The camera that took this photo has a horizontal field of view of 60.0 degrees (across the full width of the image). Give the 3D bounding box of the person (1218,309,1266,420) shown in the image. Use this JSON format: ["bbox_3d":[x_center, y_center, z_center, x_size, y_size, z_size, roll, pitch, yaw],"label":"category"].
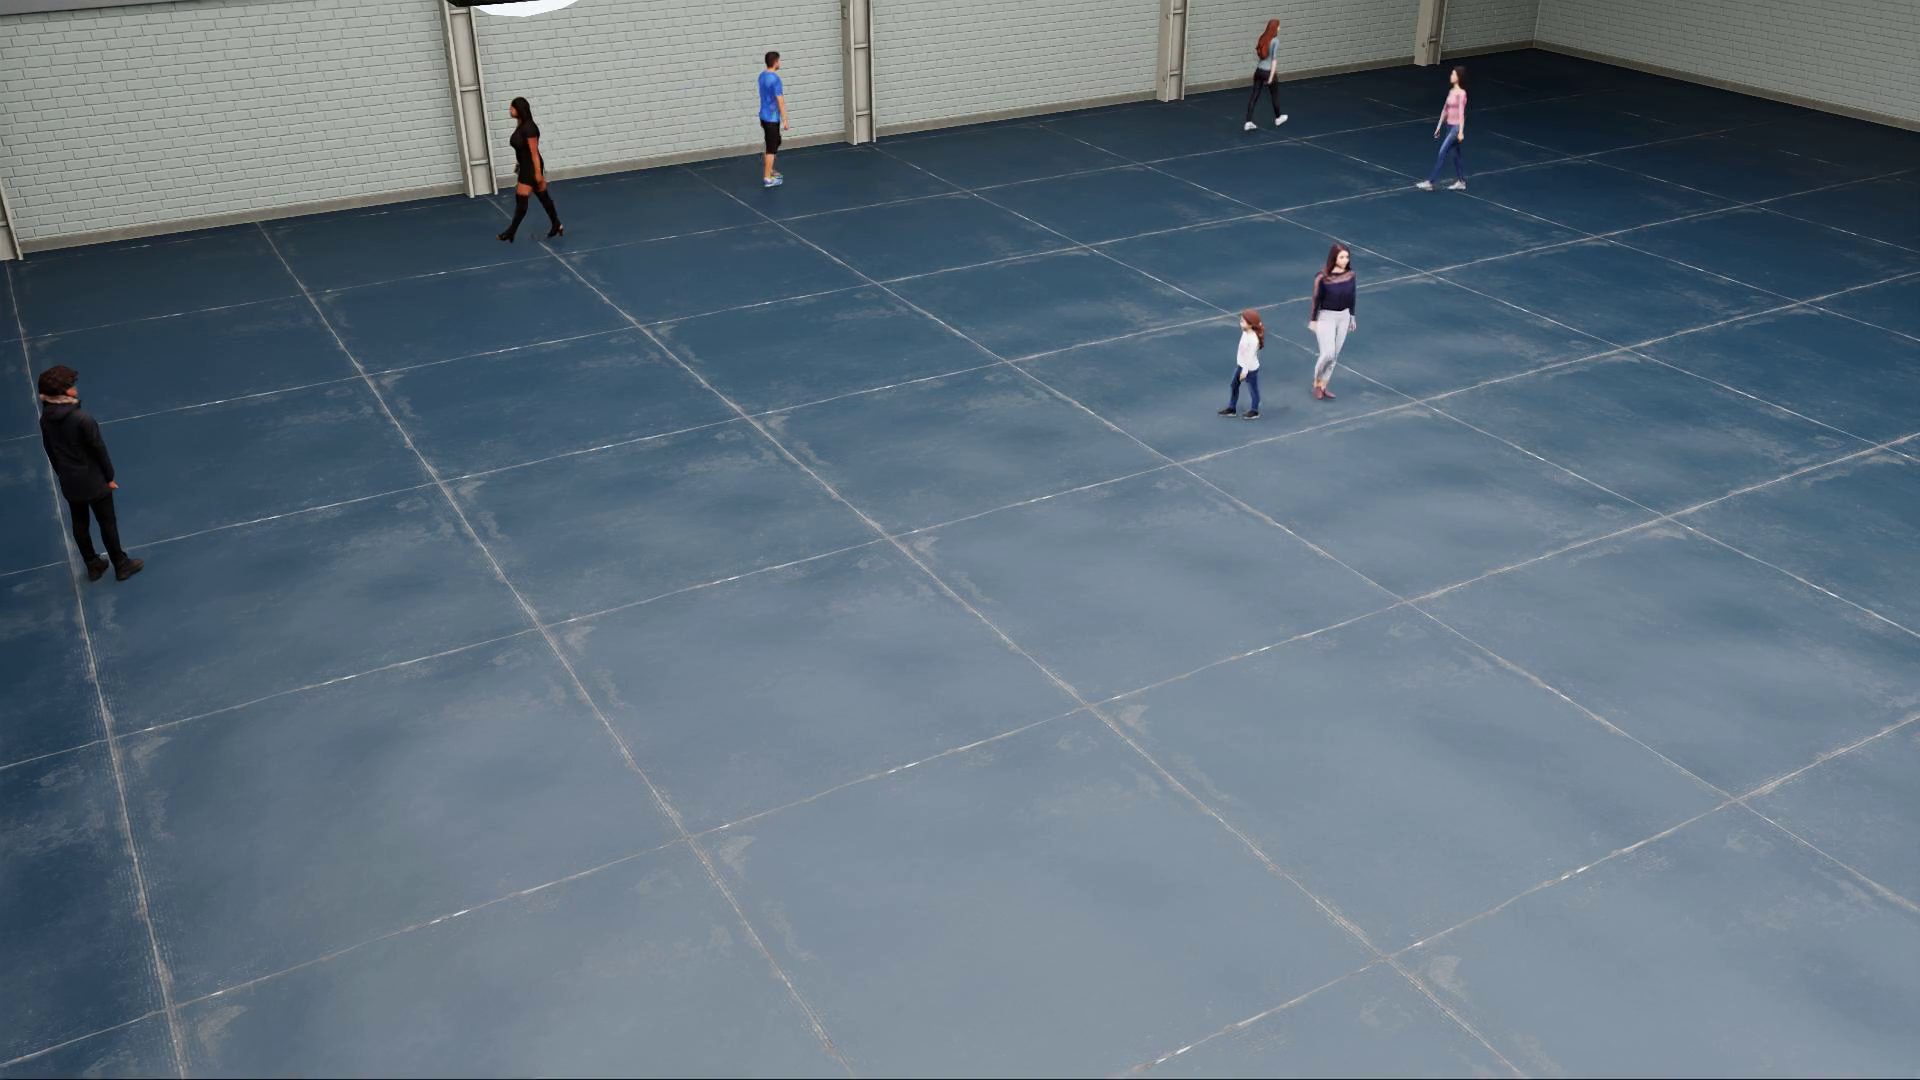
[{"bbox_3d":[2.834,-1.689,16.047,0.657,1.092,0.519,-9,29,-18],"label":"person"}]

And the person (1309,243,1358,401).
[{"bbox_3d":[3.639,-2.163,16.414,0.535,1.598,0.675,-12,29,-21],"label":"person"}]

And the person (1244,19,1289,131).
[{"bbox_3d":[4.770,-7.324,26.338,1.174,1.688,0.720,-22,34,-35],"label":"person"}]

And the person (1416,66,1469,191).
[{"bbox_3d":[6.971,-5.721,23.198,1.083,1.714,0.859,-3,27,-6],"label":"person"}]

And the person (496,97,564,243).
[{"bbox_3d":[-5.328,-4.661,21.030,1.132,1.815,0.756,-11,29,-21],"label":"person"}]

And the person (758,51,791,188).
[{"bbox_3d":[-2.743,-5.893,23.383,0.654,1.849,0.616,-17,32,-30],"label":"person"}]

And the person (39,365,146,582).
[{"bbox_3d":[-6.853,-0.505,12.999,0.701,1.777,0.784,3,27,6],"label":"person"}]
